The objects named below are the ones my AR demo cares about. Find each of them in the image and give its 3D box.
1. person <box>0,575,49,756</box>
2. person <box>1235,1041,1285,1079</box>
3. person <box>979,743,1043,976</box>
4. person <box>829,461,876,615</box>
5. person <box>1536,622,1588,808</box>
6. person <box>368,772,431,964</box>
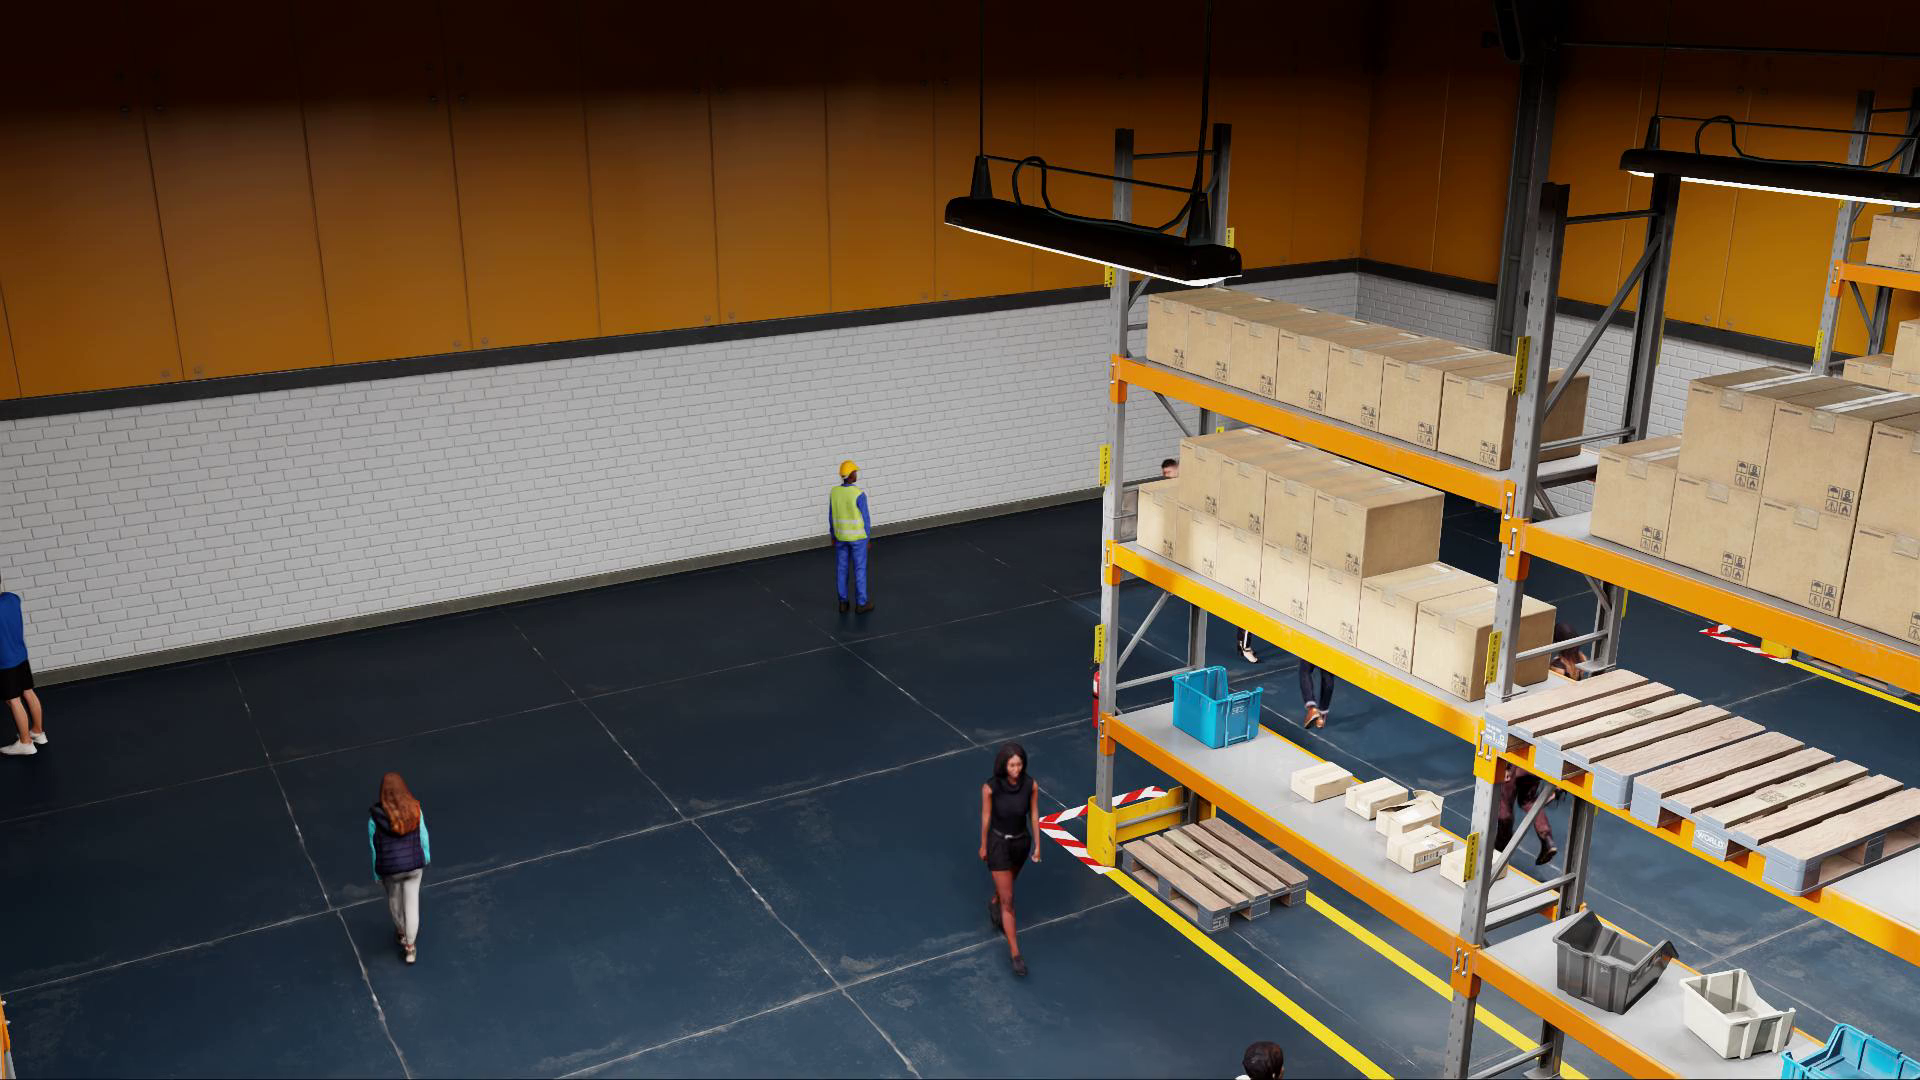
[{"bbox_3d":[-9.012,1.125,15.773,0.798,1.867,0.698,1,19,2],"label":"person"},{"bbox_3d":[1.628,3.485,9.208,0.644,1.583,0.413,-10,21,-27],"label":"person"},{"bbox_3d":[0.342,2.305,12.541,0.753,1.693,1.256,-6,20,-19],"label":"person"},{"bbox_3d":[-1.278,-0.038,19.312,0.739,1.812,0.818,7,20,19],"label":"person"},{"bbox_3d":[5.328,1.546,14.759,0.718,1.715,0.681,-17,25,-41],"label":"person"},{"bbox_3d":[-4.167,2.463,12.404,0.639,1.480,0.775,-7,20,-19],"label":"person"}]
